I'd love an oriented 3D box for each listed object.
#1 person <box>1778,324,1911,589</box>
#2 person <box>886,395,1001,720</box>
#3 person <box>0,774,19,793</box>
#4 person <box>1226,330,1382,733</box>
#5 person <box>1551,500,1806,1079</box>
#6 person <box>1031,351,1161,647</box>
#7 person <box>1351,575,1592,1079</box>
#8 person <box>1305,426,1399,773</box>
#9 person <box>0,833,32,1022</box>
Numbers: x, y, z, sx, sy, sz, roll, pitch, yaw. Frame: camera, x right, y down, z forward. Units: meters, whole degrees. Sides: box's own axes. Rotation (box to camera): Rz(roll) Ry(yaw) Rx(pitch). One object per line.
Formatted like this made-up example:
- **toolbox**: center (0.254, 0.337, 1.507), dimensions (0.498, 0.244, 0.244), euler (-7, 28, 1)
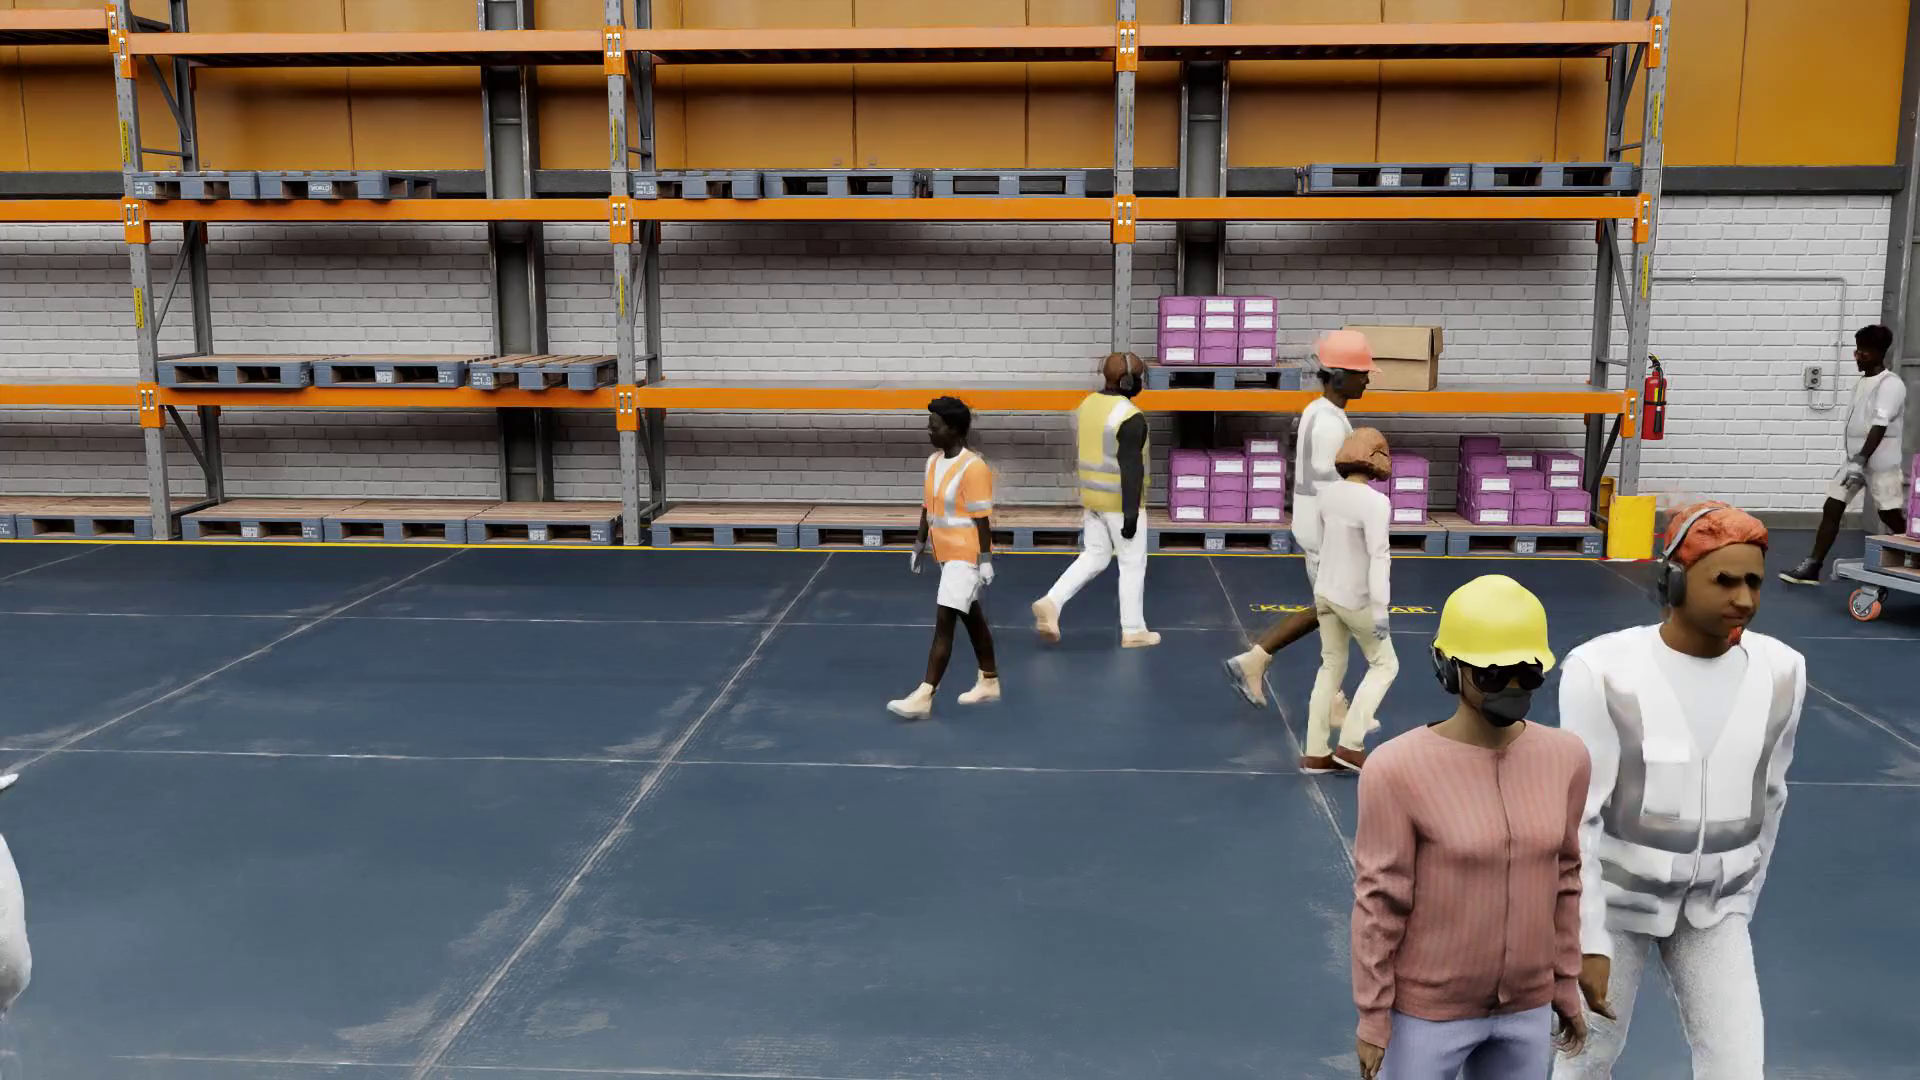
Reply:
- **person**: center (6.495, -0.576, 11.828), dimensions (0.999, 1.918, 0.594), euler (0, 10, 0)
- **person**: center (-0.097, 0.088, 8.623), dimensions (0.818, 1.655, 0.552), euler (-5, 11, -26)
- **person**: center (-4.470, 0.426, 6.859), dimensions (0.875, 1.590, 0.541), euler (-5, 11, -27)
- **person**: center (1.756, -0.037, 8.316), dimensions (0.705, 2.023, 0.615), euler (1, 10, 7)
- **person**: center (1.571, 0.845, 3.640), dimensions (0.574, 1.850, 0.879), euler (0, 10, -1)
- **person**: center (0.856, -0.224, 10.000), dimensions (0.765, 1.820, 0.635), euler (-5, 11, -29)
- **person**: center (1.036, 0.937, 3.357), dimensions (0.533, 1.767, 0.312), euler (-3, 10, -17)
- **person**: center (1.786, 0.287, 7.589), dimensions (0.433, 1.607, 0.559), euler (-3, 10, -19)
- **person**: center (-2.505, 0.750, 3.974), dimensions (0.451, 1.935, 0.639), euler (2, 10, 9)
